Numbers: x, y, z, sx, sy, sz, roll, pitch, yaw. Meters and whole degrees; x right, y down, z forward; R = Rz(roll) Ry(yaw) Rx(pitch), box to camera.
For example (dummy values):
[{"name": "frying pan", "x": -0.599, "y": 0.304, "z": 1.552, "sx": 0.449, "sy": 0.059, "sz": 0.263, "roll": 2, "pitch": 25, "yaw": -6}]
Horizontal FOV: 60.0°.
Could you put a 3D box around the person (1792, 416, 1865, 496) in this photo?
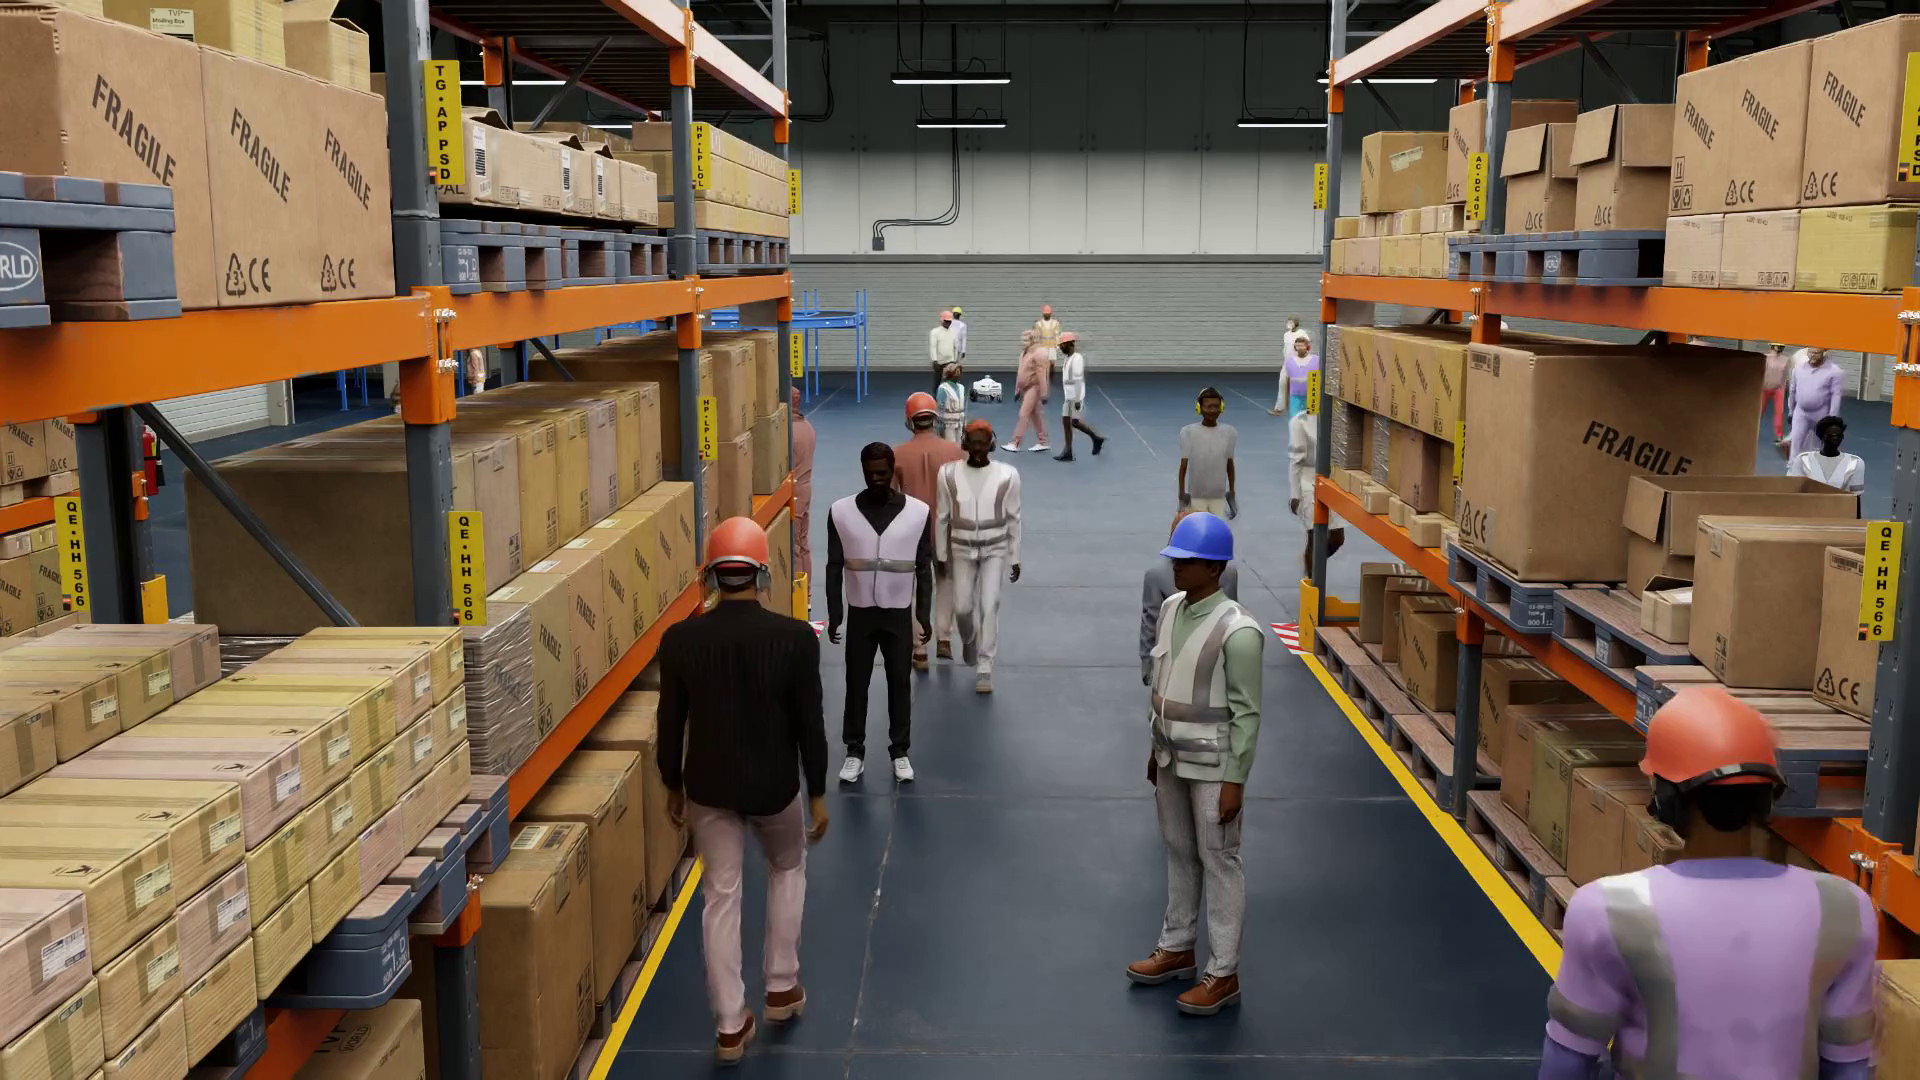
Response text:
[{"name": "person", "x": 6.858, "y": -0.142, "z": 13.214, "sx": 0.540, "sy": 1.700, "sz": 0.316, "roll": 5, "pitch": 11, "yaw": 27}]

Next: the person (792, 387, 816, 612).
[{"name": "person", "x": -1.411, "y": -0.311, "z": 13.607, "sx": 0.409, "sy": 1.906, "sz": 0.652, "roll": 2, "pitch": 10, "yaw": 12}]

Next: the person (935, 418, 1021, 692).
[{"name": "person", "x": 0.128, "y": 0.078, "z": 11.430, "sx": 0.589, "sy": 1.867, "sz": 0.593, "roll": 1, "pitch": 10, "yaw": 4}]

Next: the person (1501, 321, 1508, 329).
[{"name": "person", "x": 11.641, "y": -4.114, "z": 36.385, "sx": 0.639, "sy": 1.910, "sz": 0.406, "roll": 2, "pitch": 10, "yaw": 14}]

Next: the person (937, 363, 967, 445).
[{"name": "person", "x": -0.091, "y": -1.438, "z": 21.163, "sx": 0.365, "sy": 1.626, "sz": 0.534, "roll": 7, "pitch": 12, "yaw": 35}]

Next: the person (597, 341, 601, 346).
[{"name": "person", "x": -4.744, "y": -1.755, "z": 22.366, "sx": 0.509, "sy": 1.872, "sz": 0.328, "roll": 1, "pitch": 10, "yaw": 6}]

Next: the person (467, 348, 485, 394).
[{"name": "person", "x": -8.423, "y": -2.742, "z": 28.965, "sx": 0.315, "sy": 1.641, "sz": 0.515, "roll": -2, "pitch": 10, "yaw": -9}]

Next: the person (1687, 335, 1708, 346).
[{"name": "person", "x": 13.662, "y": -3.140, "z": 31.083, "sx": 0.533, "sy": 1.734, "sz": 0.836, "roll": -1, "pitch": 10, "yaw": -6}]

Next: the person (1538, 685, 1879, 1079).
[{"name": "person", "x": 1.549, "y": 1.304, "z": 3.547, "sx": 0.647, "sy": 2.030, "sz": 0.459, "roll": 1, "pitch": 10, "yaw": 5}]

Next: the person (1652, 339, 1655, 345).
[{"name": "person", "x": 16.112, "y": -4.270, "z": 38.184, "sx": 0.523, "sy": 1.615, "sz": 0.487, "roll": -2, "pitch": 10, "yaw": -10}]

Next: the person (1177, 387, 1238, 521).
[{"name": "person", "x": 2.077, "y": -0.353, "z": 13.972, "sx": 0.530, "sy": 1.868, "sz": 0.311, "roll": -2, "pitch": 10, "yaw": -10}]

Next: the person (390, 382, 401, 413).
[{"name": "person", "x": -4.498, "y": -0.329, "z": 13.625, "sx": 0.635, "sy": 1.936, "sz": 0.356, "roll": 0, "pitch": 9, "yaw": 2}]

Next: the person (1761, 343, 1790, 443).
[{"name": "person", "x": 13.212, "y": -2.481, "z": 27.128, "sx": 0.531, "sy": 1.738, "sz": 0.847, "roll": 0, "pitch": 9, "yaw": -3}]

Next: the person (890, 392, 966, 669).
[{"name": "person", "x": -0.262, "y": -0.070, "z": 11.925, "sx": 0.652, "sy": 1.980, "sz": 0.467, "roll": -1, "pitch": 10, "yaw": -6}]

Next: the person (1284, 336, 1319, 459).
[{"name": "person", "x": 5.125, "y": -2.142, "z": 24.847, "sx": 0.576, "sy": 1.820, "sz": 0.766, "roll": 3, "pitch": 10, "yaw": 18}]

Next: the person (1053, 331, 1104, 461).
[{"name": "person", "x": 1.742, "y": -2.122, "z": 24.496, "sx": 0.740, "sy": 1.895, "sz": 0.561, "roll": -3, "pitch": 10, "yaw": -17}]

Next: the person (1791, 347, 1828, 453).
[{"name": "person", "x": 13.025, "y": -2.252, "z": 25.474, "sx": 0.449, "sy": 1.827, "sz": 0.645, "roll": -2, "pitch": 10, "yaw": -13}]

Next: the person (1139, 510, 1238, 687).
[{"name": "person", "x": 1.200, "y": 0.649, "z": 8.725, "sx": 0.520, "sy": 1.615, "sz": 0.500, "roll": 1, "pitch": 10, "yaw": 7}]

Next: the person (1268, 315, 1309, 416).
[{"name": "person", "x": 6.195, "y": -3.256, "z": 31.267, "sx": 0.867, "sy": 1.909, "sz": 0.634, "roll": -7, "pitch": 12, "yaw": -34}]

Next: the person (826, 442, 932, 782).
[{"name": "person", "x": -0.451, "y": 0.398, "z": 9.332, "sx": 0.594, "sy": 1.915, "sz": 0.373, "roll": 0, "pitch": 9, "yaw": -2}]

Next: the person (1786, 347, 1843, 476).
[{"name": "person", "x": 11.325, "y": -1.696, "z": 22.075, "sx": 0.672, "sy": 1.856, "sz": 1.013, "roll": 9, "pitch": 13, "yaw": 43}]

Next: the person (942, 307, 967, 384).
[{"name": "person", "x": -0.166, "y": -4.398, "z": 38.142, "sx": 0.651, "sy": 1.884, "sz": 0.617, "roll": 2, "pitch": 10, "yaw": 14}]

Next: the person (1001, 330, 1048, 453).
[{"name": "person", "x": 0.960, "y": -2.253, "z": 25.361, "sx": 0.945, "sy": 1.856, "sz": 0.679, "roll": -4, "pitch": 10, "yaw": -22}]

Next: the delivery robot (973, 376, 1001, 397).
[{"name": "delivery robot", "x": 0.570, "y": -3.194, "z": 34.766, "sx": 0.477, "sy": 0.478, "sz": 0.707, "roll": -5, "pitch": 11, "yaw": -28}]

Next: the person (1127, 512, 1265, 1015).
[{"name": "person", "x": 0.932, "y": 0.853, "z": 6.507, "sx": 0.384, "sy": 1.951, "sz": 0.605, "roll": -5, "pitch": 11, "yaw": -28}]

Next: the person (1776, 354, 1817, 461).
[{"name": "person", "x": 12.062, "y": -2.002, "z": 23.664, "sx": 0.581, "sy": 1.929, "sz": 0.633, "roll": 3, "pitch": 10, "yaw": 17}]

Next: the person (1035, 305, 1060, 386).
[{"name": "person", "x": 2.043, "y": -4.527, "z": 38.795, "sx": 0.581, "sy": 1.927, "sz": 0.584, "roll": 0, "pitch": 9, "yaw": 3}]

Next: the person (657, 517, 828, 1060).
[{"name": "person", "x": -0.798, "y": 0.890, "z": 6.212, "sx": 0.648, "sy": 1.967, "sz": 0.697, "roll": 0, "pitch": 9, "yaw": 2}]

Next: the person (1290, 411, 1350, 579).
[{"name": "person", "x": 3.044, "y": -0.433, "z": 14.047, "sx": 0.611, "sy": 2.013, "sz": 0.545, "roll": -2, "pitch": 10, "yaw": -11}]

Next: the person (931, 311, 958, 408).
[{"name": "person", "x": -0.291, "y": -3.564, "z": 33.010, "sx": 0.617, "sy": 1.938, "sz": 1.032, "roll": -3, "pitch": 10, "yaw": -20}]
